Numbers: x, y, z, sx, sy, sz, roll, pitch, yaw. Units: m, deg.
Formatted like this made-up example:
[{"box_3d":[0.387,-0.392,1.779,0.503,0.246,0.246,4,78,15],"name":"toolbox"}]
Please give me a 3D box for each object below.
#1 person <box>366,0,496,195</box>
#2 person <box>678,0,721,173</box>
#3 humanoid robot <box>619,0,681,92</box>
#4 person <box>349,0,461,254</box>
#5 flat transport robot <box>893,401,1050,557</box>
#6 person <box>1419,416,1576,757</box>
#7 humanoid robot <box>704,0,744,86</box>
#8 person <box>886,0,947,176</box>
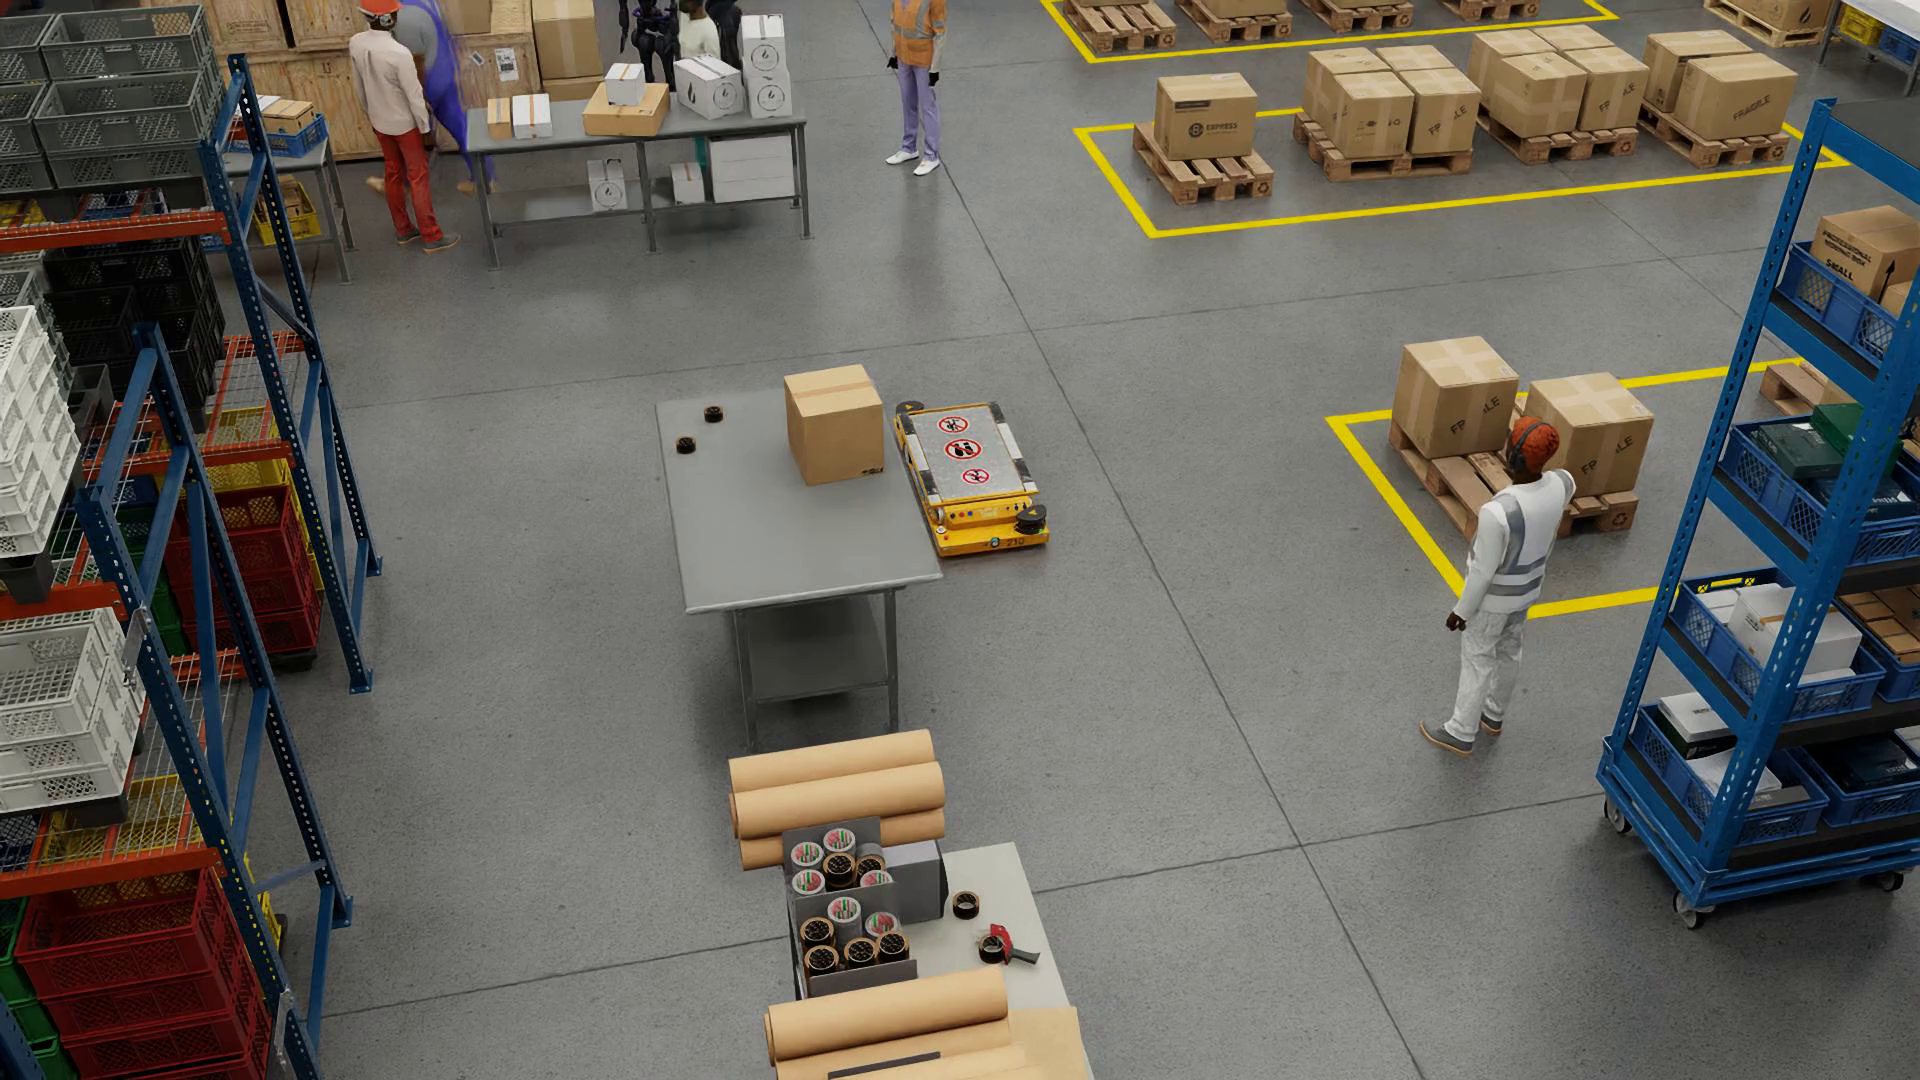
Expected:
[{"box_3d":[-4.248,-3.621,12.937,1.021,2.000,0.707,3,37,3],"name":"person"},{"box_3d":[-2.047,-3.578,13.117,0.336,1.776,0.528,-24,43,-28],"name":"person"},{"box_3d":[-2.633,-4.330,14.190,0.581,1.651,0.327,14,39,19],"name":"humanoid robot"},{"box_3d":[-4.122,-3.088,12.259,0.621,1.991,0.394,20,41,25],"name":"person"},{"box_3d":[0.046,-0.430,10.108,0.652,0.197,1.431,-8,37,-10],"name":"flat transport robot"},{"box_3d":[2.553,0.235,7.887,0.571,1.882,0.356,-24,43,-28],"name":"person"},{"box_3d":[-2.136,-4.761,14.774,0.418,1.641,0.692,-27,44,-31],"name":"humanoid robot"},{"box_3d":[-0.358,-3.913,13.423,0.359,1.927,0.585,-30,46,-34],"name":"person"}]
